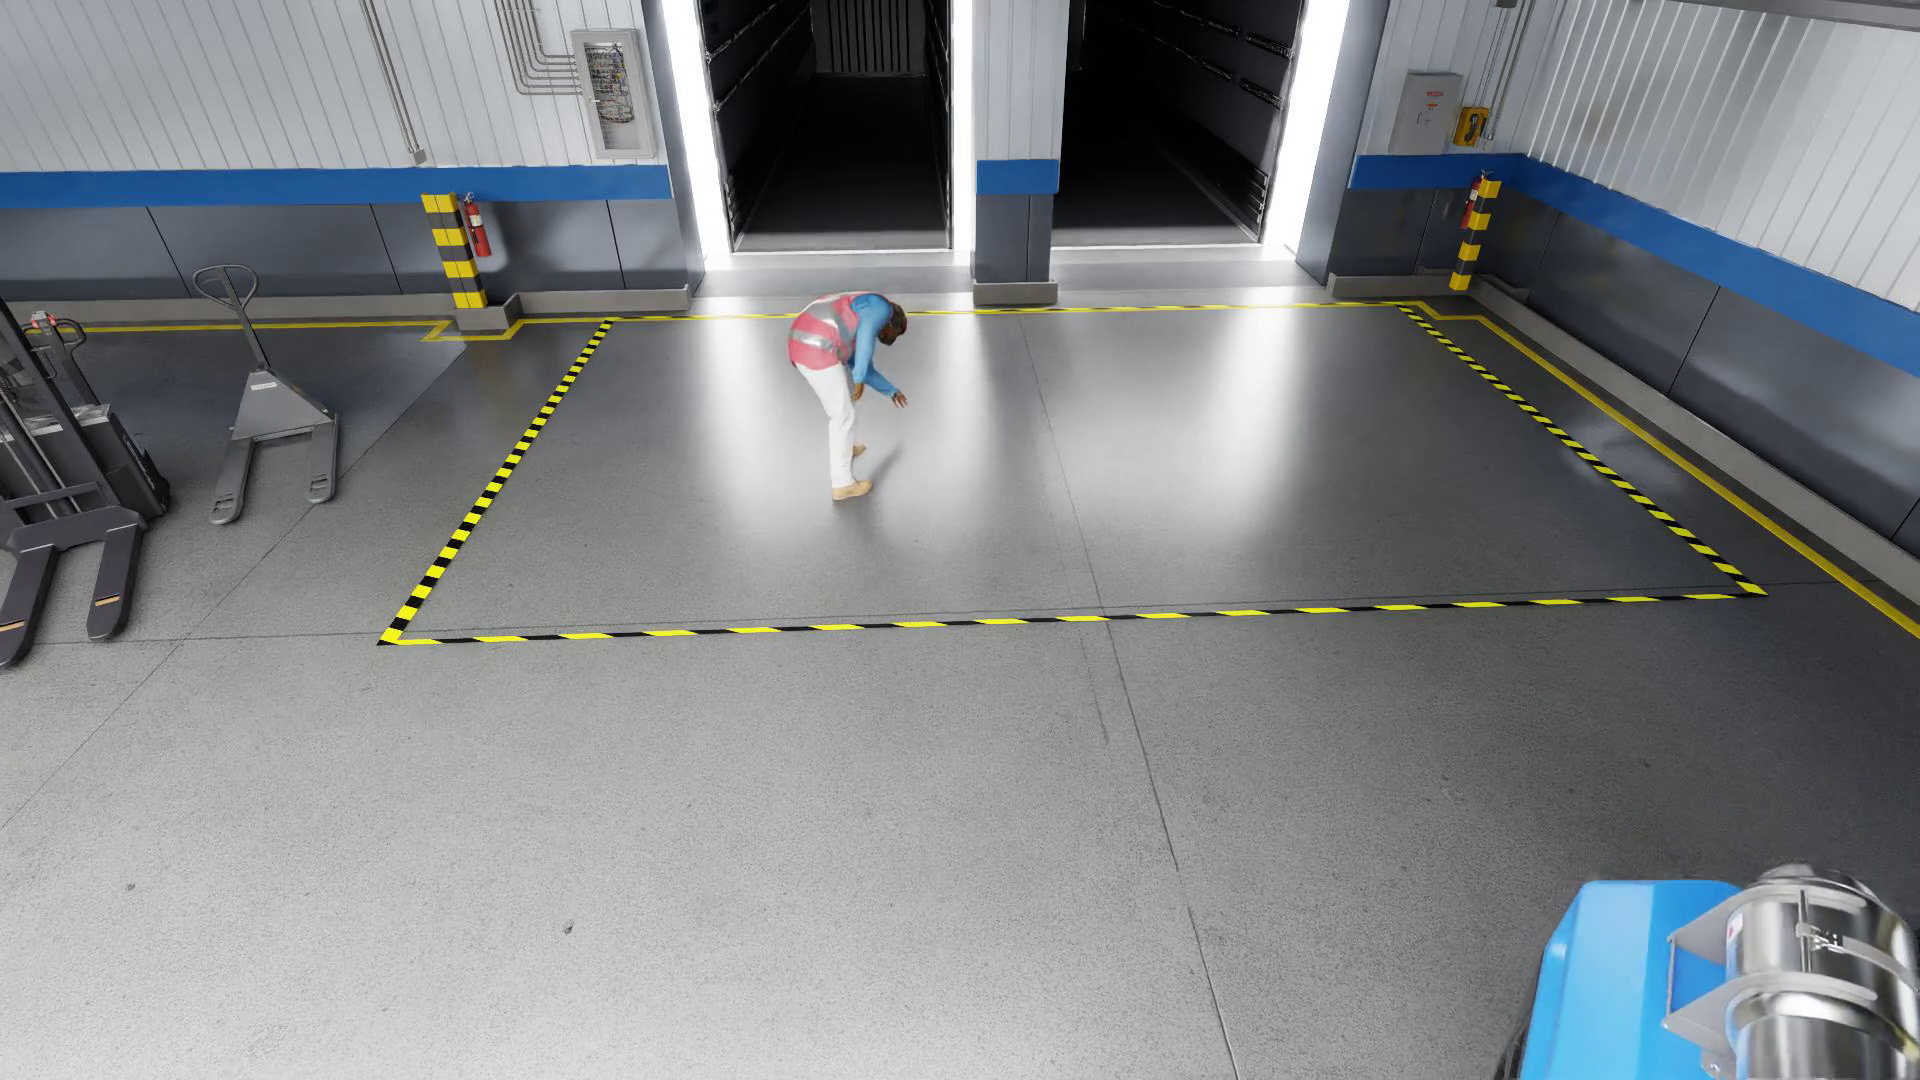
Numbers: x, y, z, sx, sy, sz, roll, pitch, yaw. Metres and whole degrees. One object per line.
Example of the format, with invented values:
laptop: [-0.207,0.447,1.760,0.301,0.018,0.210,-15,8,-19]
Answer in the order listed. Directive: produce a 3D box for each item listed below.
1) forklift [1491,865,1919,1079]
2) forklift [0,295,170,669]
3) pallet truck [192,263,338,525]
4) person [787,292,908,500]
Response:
forklift: [2.686,1.419,1.640,2.680,2.036,1.157,22,40,28]
forklift: [-5.212,-0.618,4.878,0.823,1.965,1.885,-20,39,-26]
pallet truck: [-4.778,-1.027,6.128,0.680,1.201,1.601,-17,38,-23]
person: [-0.698,-1.046,6.187,0.858,1.251,0.976,-8,36,-11]
